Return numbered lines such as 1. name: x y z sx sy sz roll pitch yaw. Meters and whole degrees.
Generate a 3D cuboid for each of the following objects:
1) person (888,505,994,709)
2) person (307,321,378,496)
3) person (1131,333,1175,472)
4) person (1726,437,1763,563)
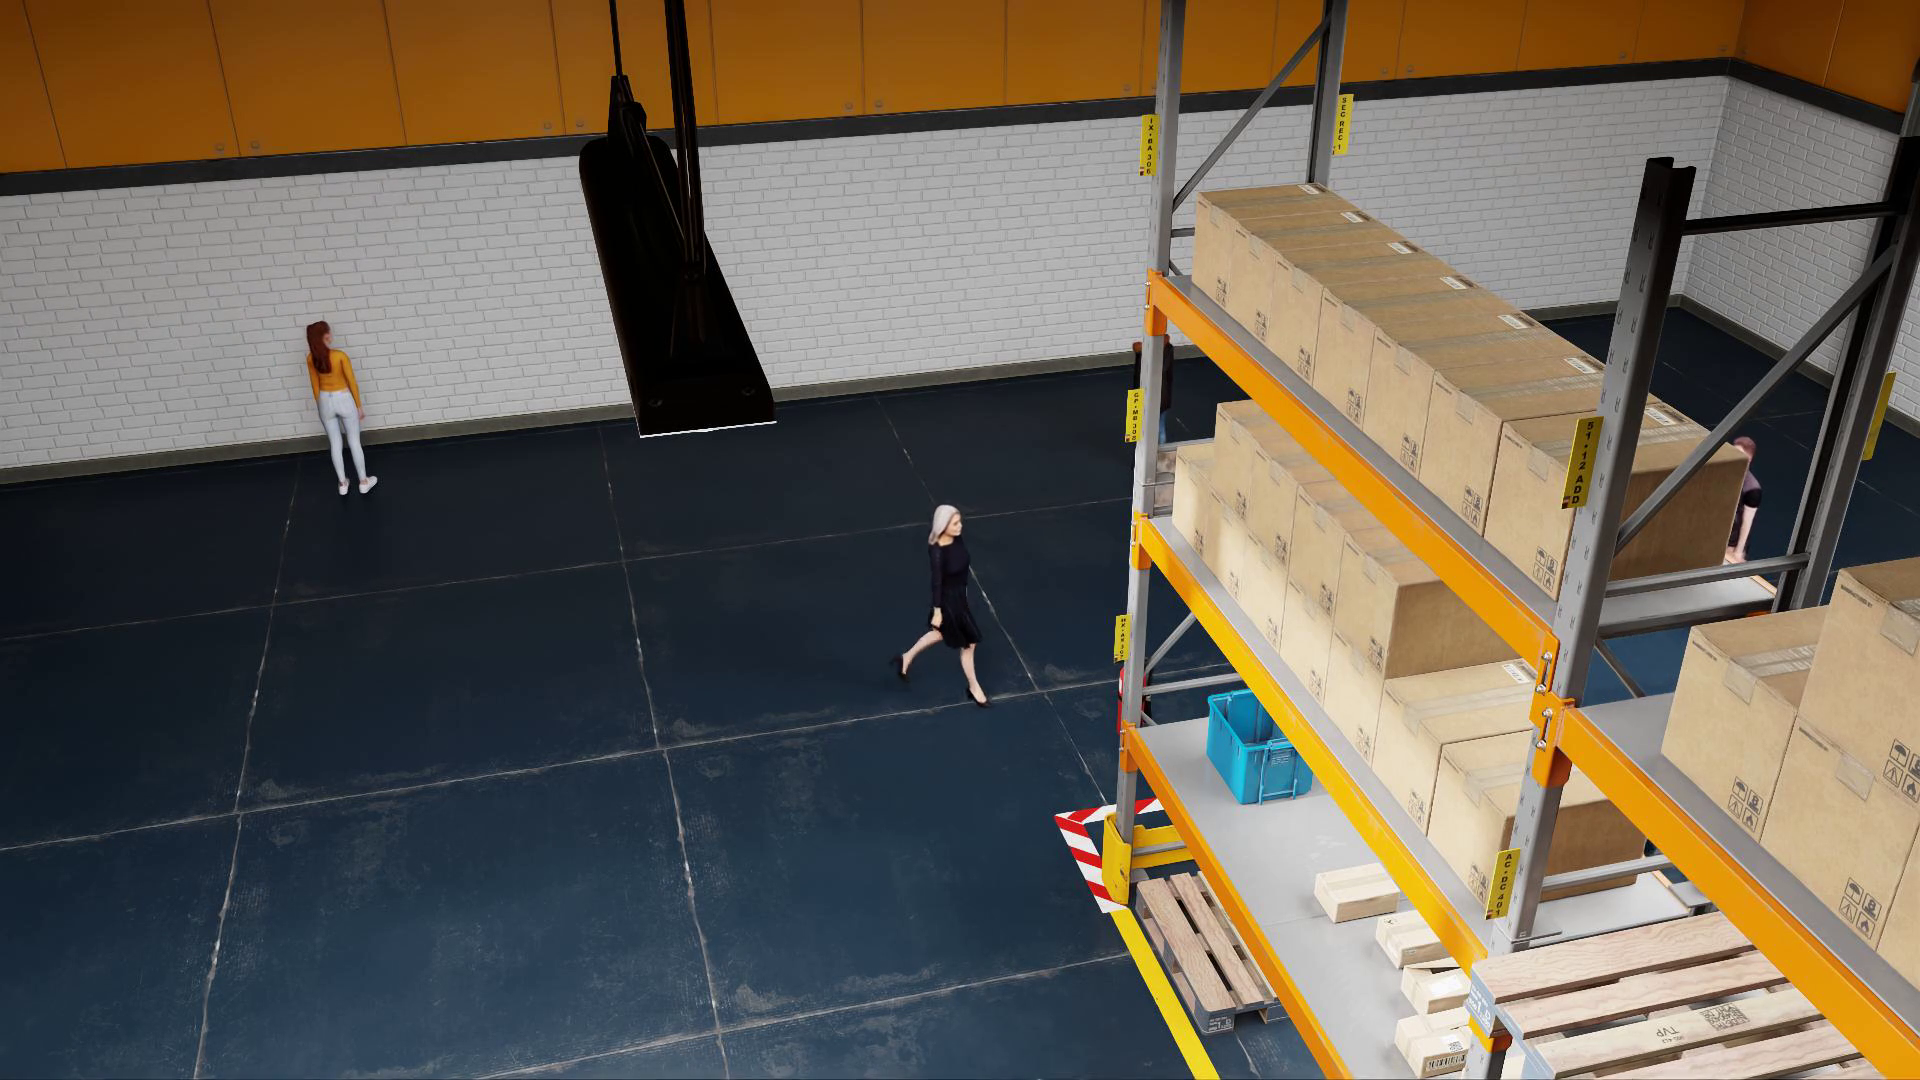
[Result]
1. person: -0.150 0.498 12.721 1.067 1.708 1.099 11 30 19
2. person: -5.952 -1.265 15.911 0.626 1.749 0.598 -1 29 -2
3. person: 1.881 -1.419 16.316 0.653 1.630 0.639 -12 31 -21
4. person: 6.249 -0.007 13.518 0.739 1.831 0.545 -6 29 -11
